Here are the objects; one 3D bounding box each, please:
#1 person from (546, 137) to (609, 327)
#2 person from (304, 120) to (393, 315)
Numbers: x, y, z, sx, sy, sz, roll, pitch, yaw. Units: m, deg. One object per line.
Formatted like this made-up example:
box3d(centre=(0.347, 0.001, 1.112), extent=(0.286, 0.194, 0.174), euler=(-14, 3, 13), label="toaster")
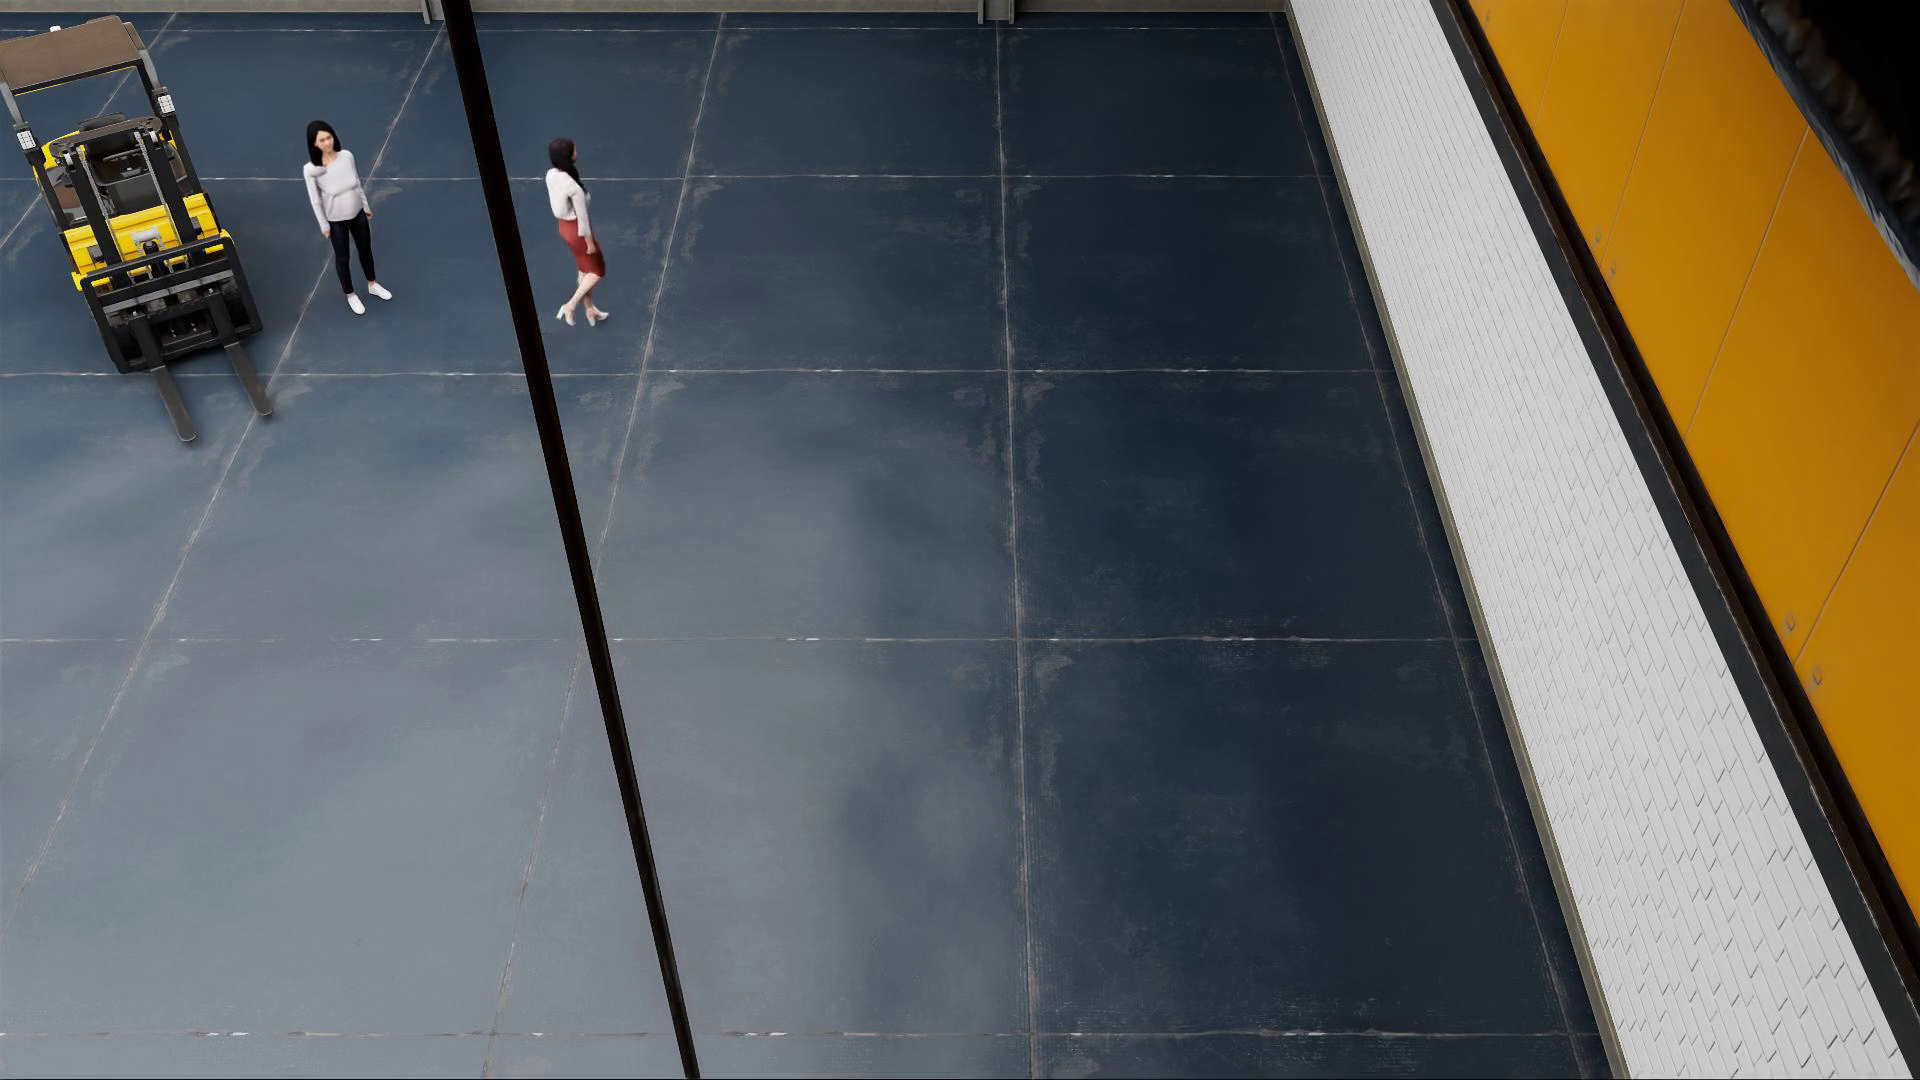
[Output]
box3d(centre=(-3.140, -2.408, 13.420), extent=(0.867, 1.738, 0.804), euler=(-31, 52, -28), label="person")
box3d(centre=(-5.093, -2.688, 13.741), extent=(0.754, 1.700, 0.709), euler=(30, 51, 28), label="person")
